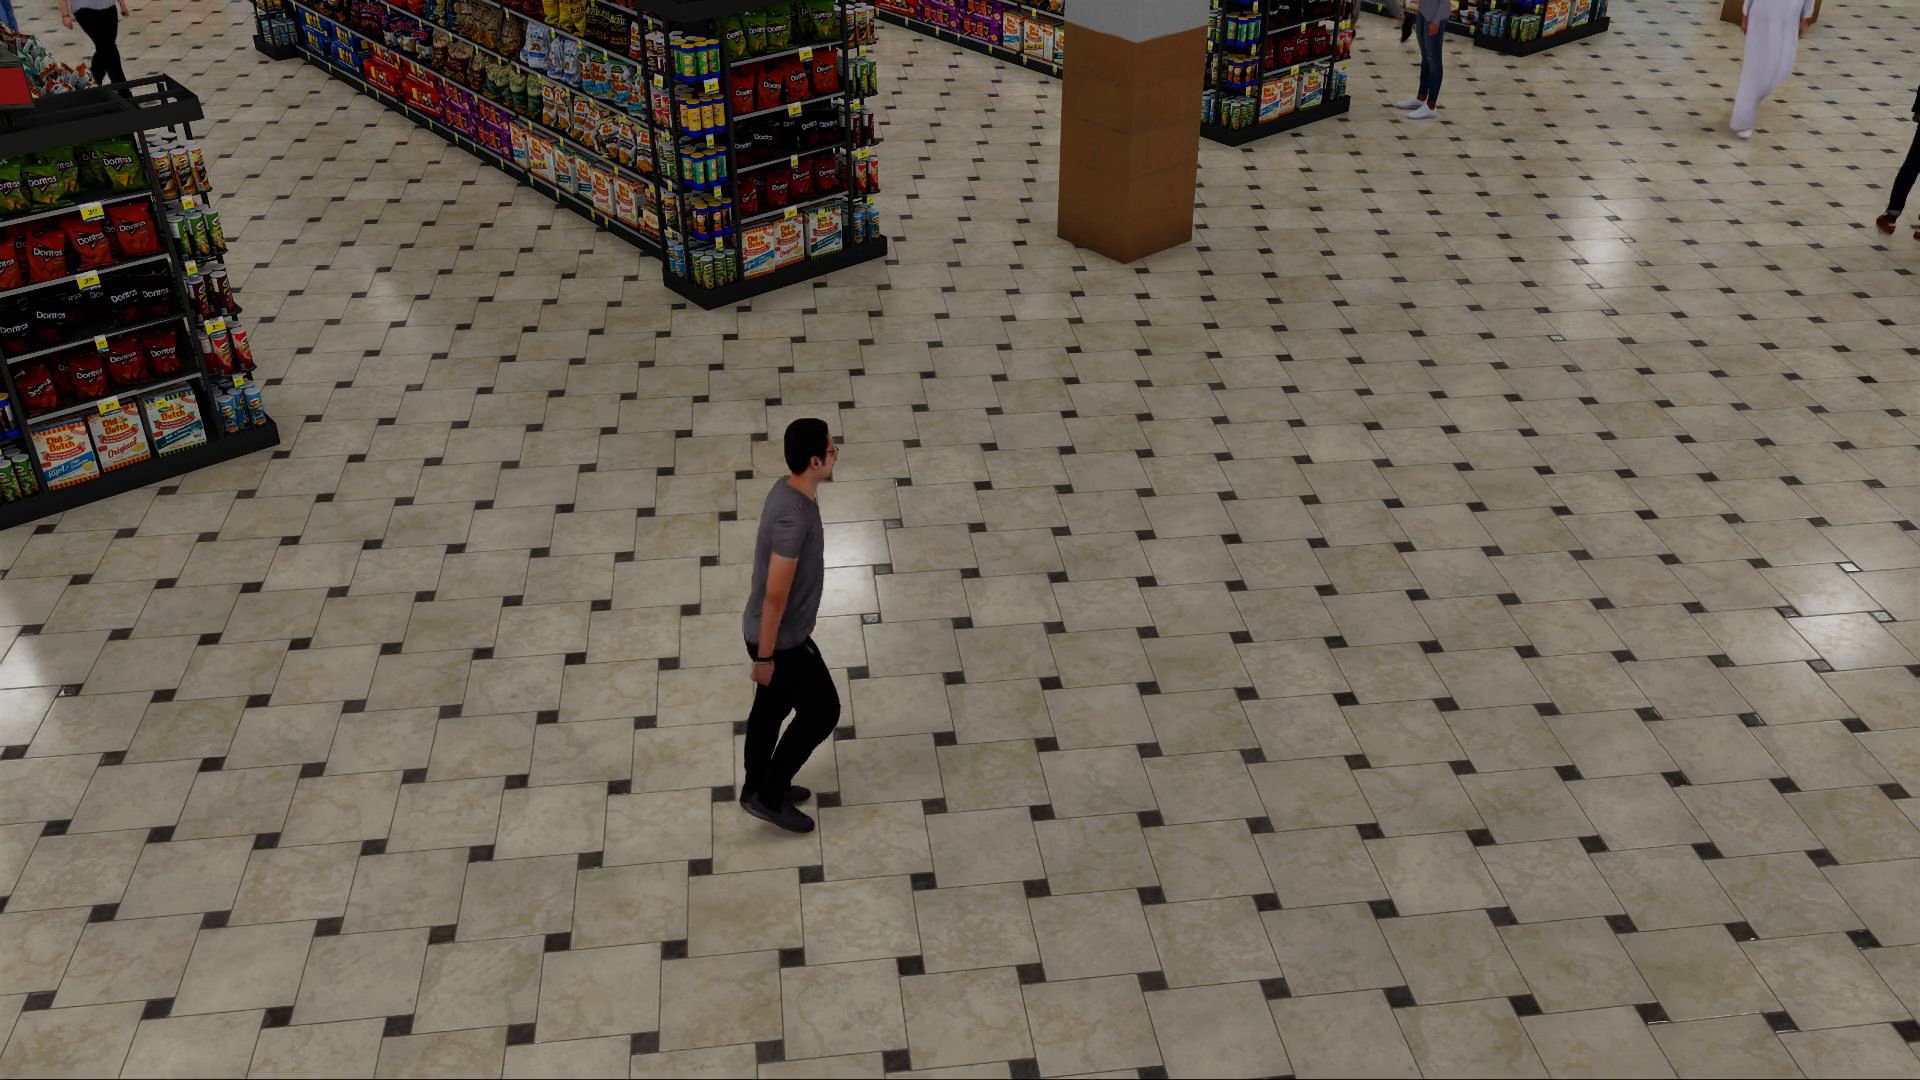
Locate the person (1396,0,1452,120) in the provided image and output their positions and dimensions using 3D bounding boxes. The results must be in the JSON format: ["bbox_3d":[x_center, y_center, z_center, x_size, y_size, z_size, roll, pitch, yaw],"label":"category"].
[{"bbox_3d":[4.060,-4.497,14.199,0.747,1.741,0.661,-1,32,-1],"label":"person"}]

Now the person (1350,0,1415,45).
[{"bbox_3d":[4.060,-5.556,15.984,1.091,1.652,0.758,23,38,32],"label":"person"}]

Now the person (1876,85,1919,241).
[{"bbox_3d":[7.024,-2.999,11.728,0.826,1.807,0.562,-18,36,-26],"label":"person"}]

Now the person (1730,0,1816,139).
[{"bbox_3d":[6.753,-4.350,13.808,1.079,1.904,1.096,7,33,11],"label":"person"}]

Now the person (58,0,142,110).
[{"bbox_3d":[-7.405,-4.510,14.135,1.247,1.830,0.963,17,36,25],"label":"person"}]

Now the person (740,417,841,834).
[{"bbox_3d":[-0.738,0.368,6.403,0.870,1.716,0.801,-2,32,-3],"label":"person"}]
